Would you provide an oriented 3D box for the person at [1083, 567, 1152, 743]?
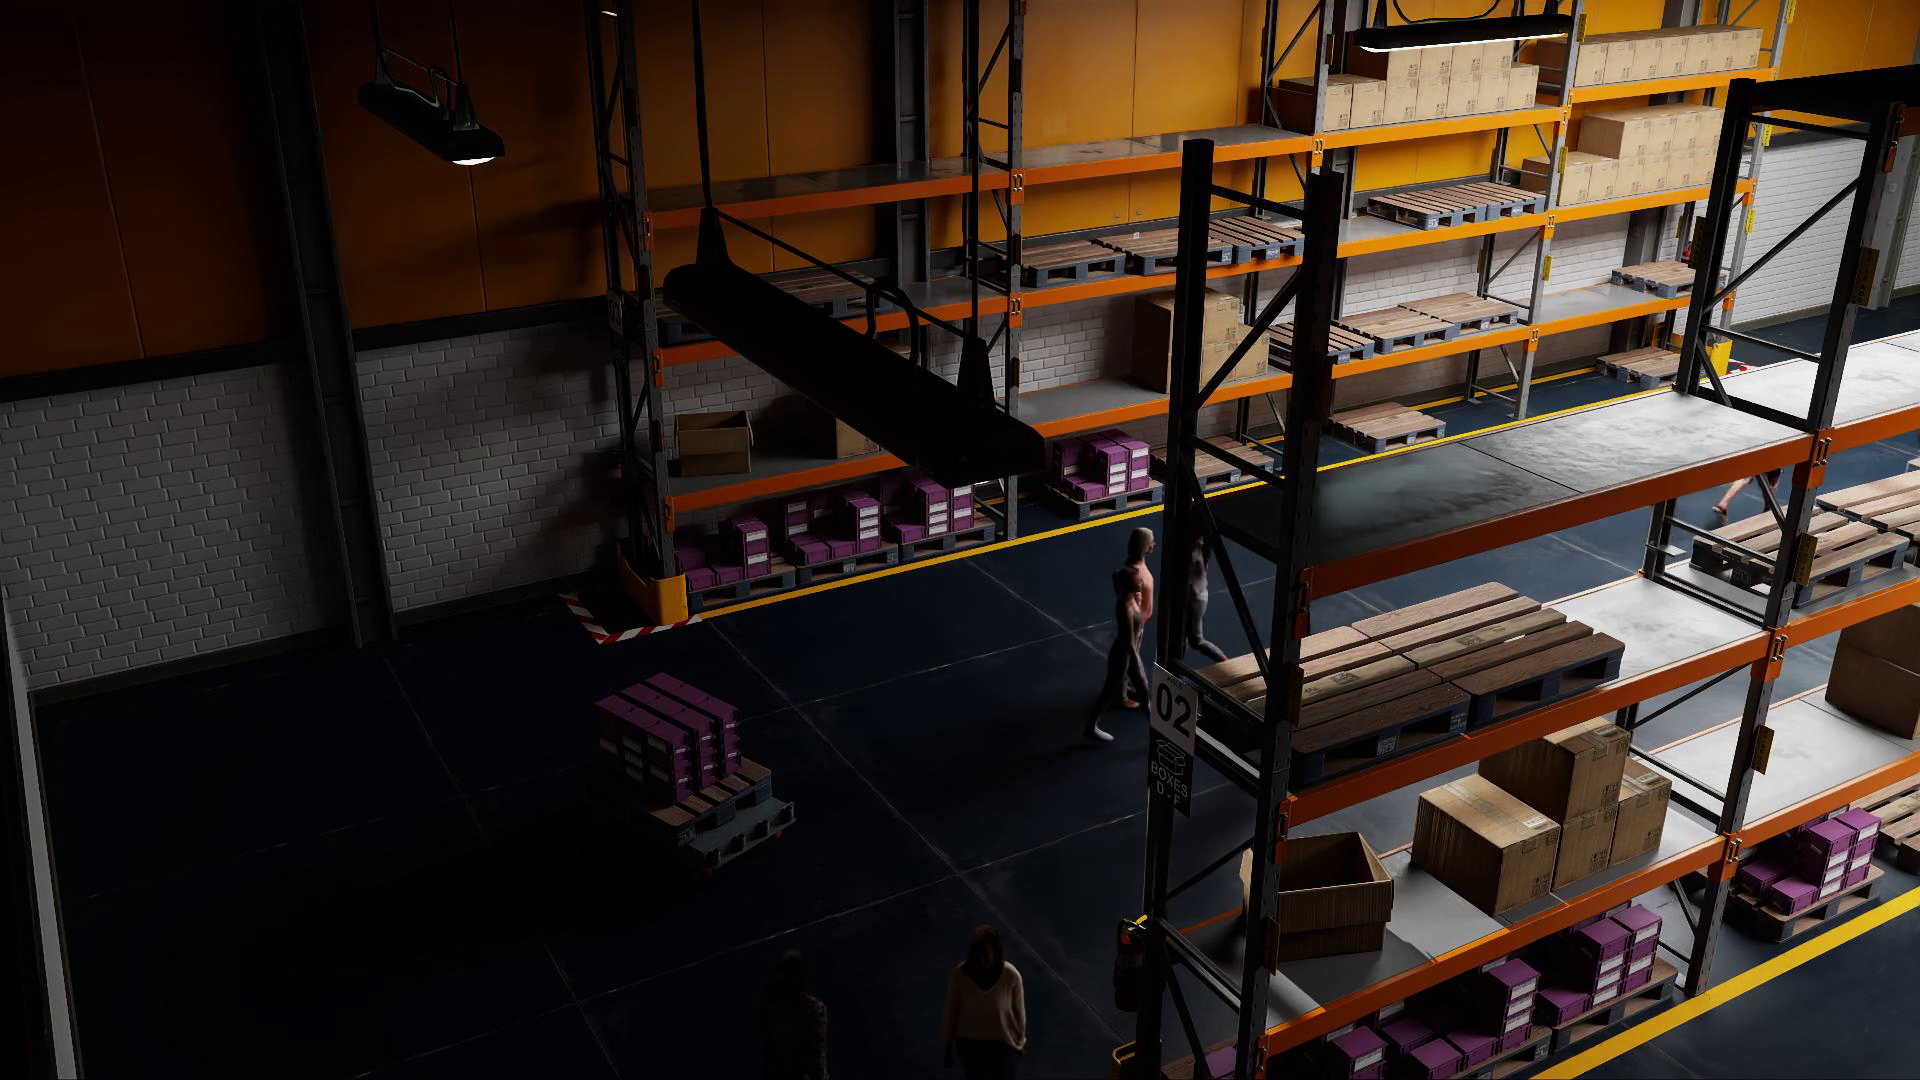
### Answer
[{"bbox_3d":[1.307,1.016,14.145,1.149,1.659,1.044,4,24,9],"label":"person"}]

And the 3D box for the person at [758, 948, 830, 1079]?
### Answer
[{"bbox_3d":[-0.972,3.096,9.360,1.073,1.681,1.175,7,25,15],"label":"person"}]

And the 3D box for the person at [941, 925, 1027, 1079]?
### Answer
[{"bbox_3d":[0.174,2.914,9.799,0.926,1.662,0.971,4,24,9],"label":"person"}]

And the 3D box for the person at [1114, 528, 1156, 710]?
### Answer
[{"bbox_3d":[1.533,0.679,14.838,0.705,1.722,0.682,2,24,5],"label":"person"}]
